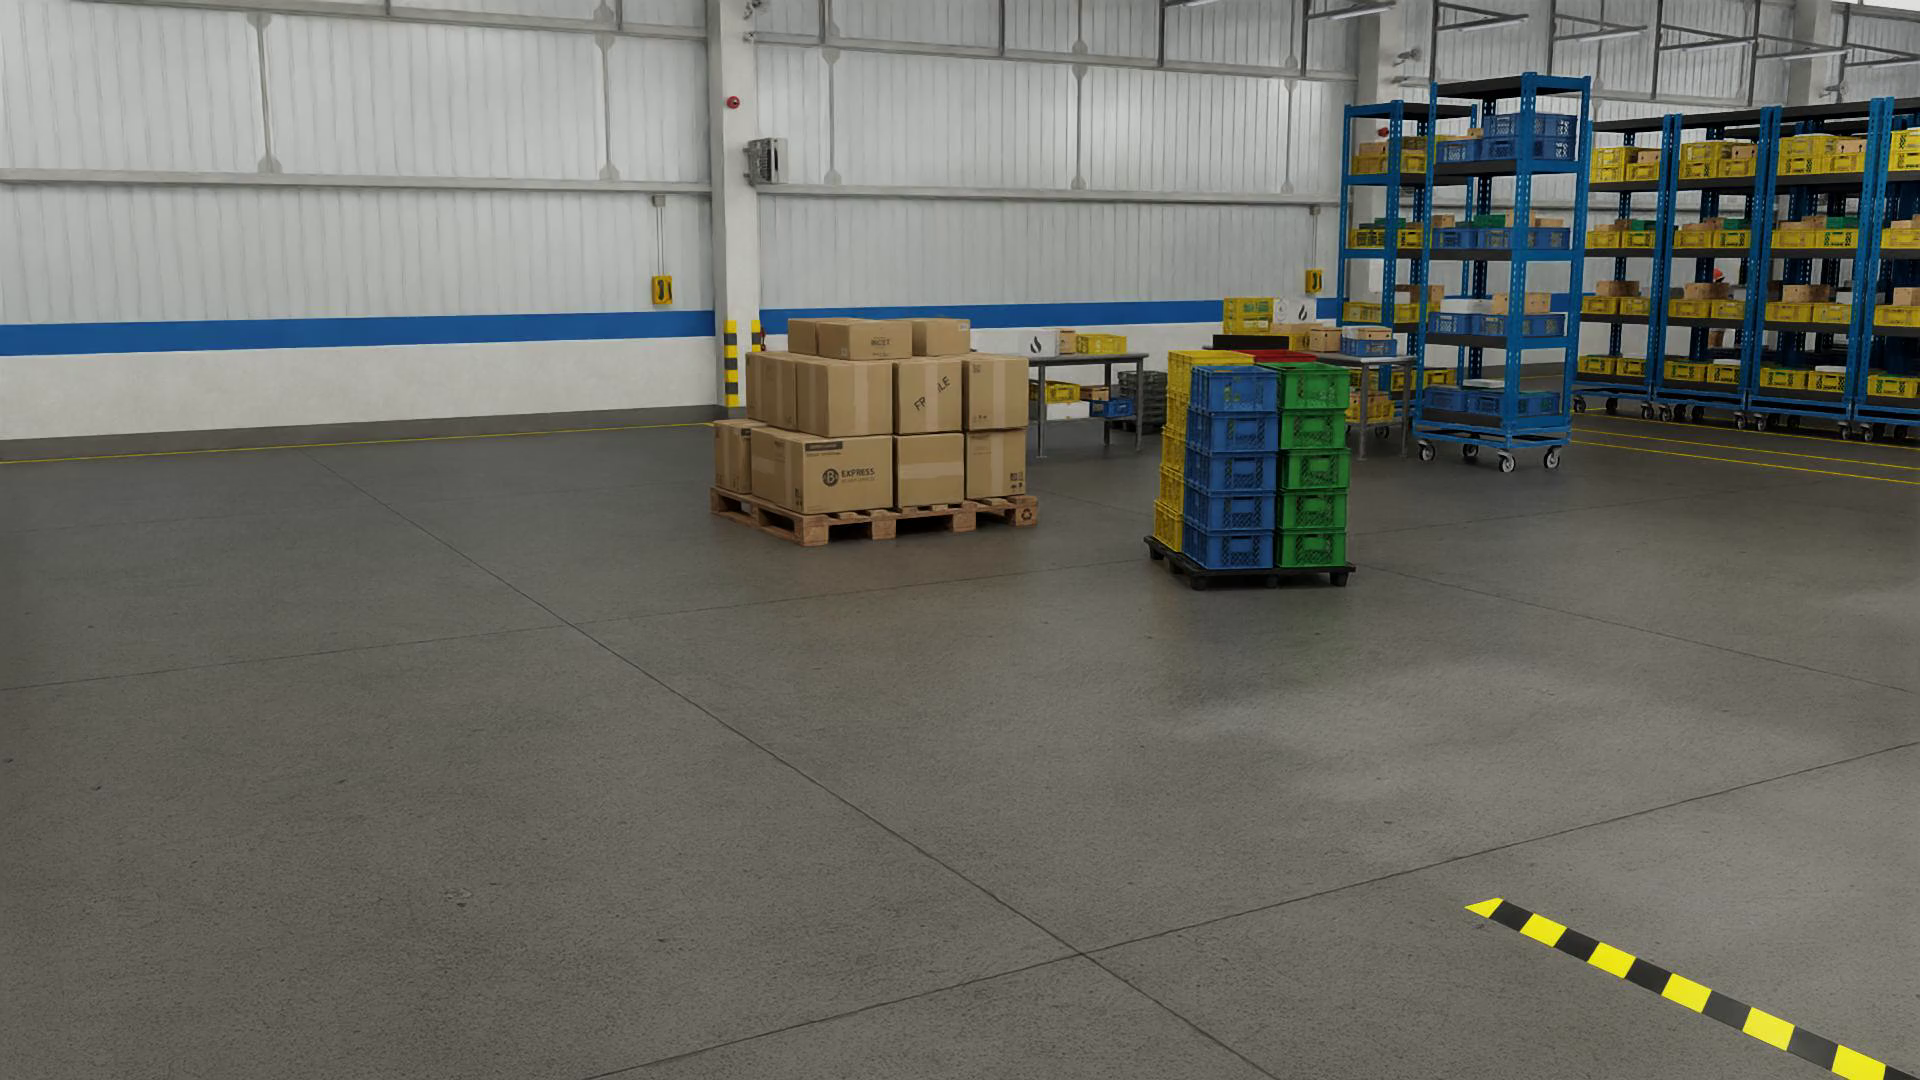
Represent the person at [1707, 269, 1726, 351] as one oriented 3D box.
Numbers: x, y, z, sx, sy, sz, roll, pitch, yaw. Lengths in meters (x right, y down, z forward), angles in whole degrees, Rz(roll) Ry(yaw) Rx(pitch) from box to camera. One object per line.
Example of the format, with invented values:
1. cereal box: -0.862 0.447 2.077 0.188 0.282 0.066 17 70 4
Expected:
1. person: 11.334 -3.207 25.064 0.562 1.742 0.359 -8 13 -40
